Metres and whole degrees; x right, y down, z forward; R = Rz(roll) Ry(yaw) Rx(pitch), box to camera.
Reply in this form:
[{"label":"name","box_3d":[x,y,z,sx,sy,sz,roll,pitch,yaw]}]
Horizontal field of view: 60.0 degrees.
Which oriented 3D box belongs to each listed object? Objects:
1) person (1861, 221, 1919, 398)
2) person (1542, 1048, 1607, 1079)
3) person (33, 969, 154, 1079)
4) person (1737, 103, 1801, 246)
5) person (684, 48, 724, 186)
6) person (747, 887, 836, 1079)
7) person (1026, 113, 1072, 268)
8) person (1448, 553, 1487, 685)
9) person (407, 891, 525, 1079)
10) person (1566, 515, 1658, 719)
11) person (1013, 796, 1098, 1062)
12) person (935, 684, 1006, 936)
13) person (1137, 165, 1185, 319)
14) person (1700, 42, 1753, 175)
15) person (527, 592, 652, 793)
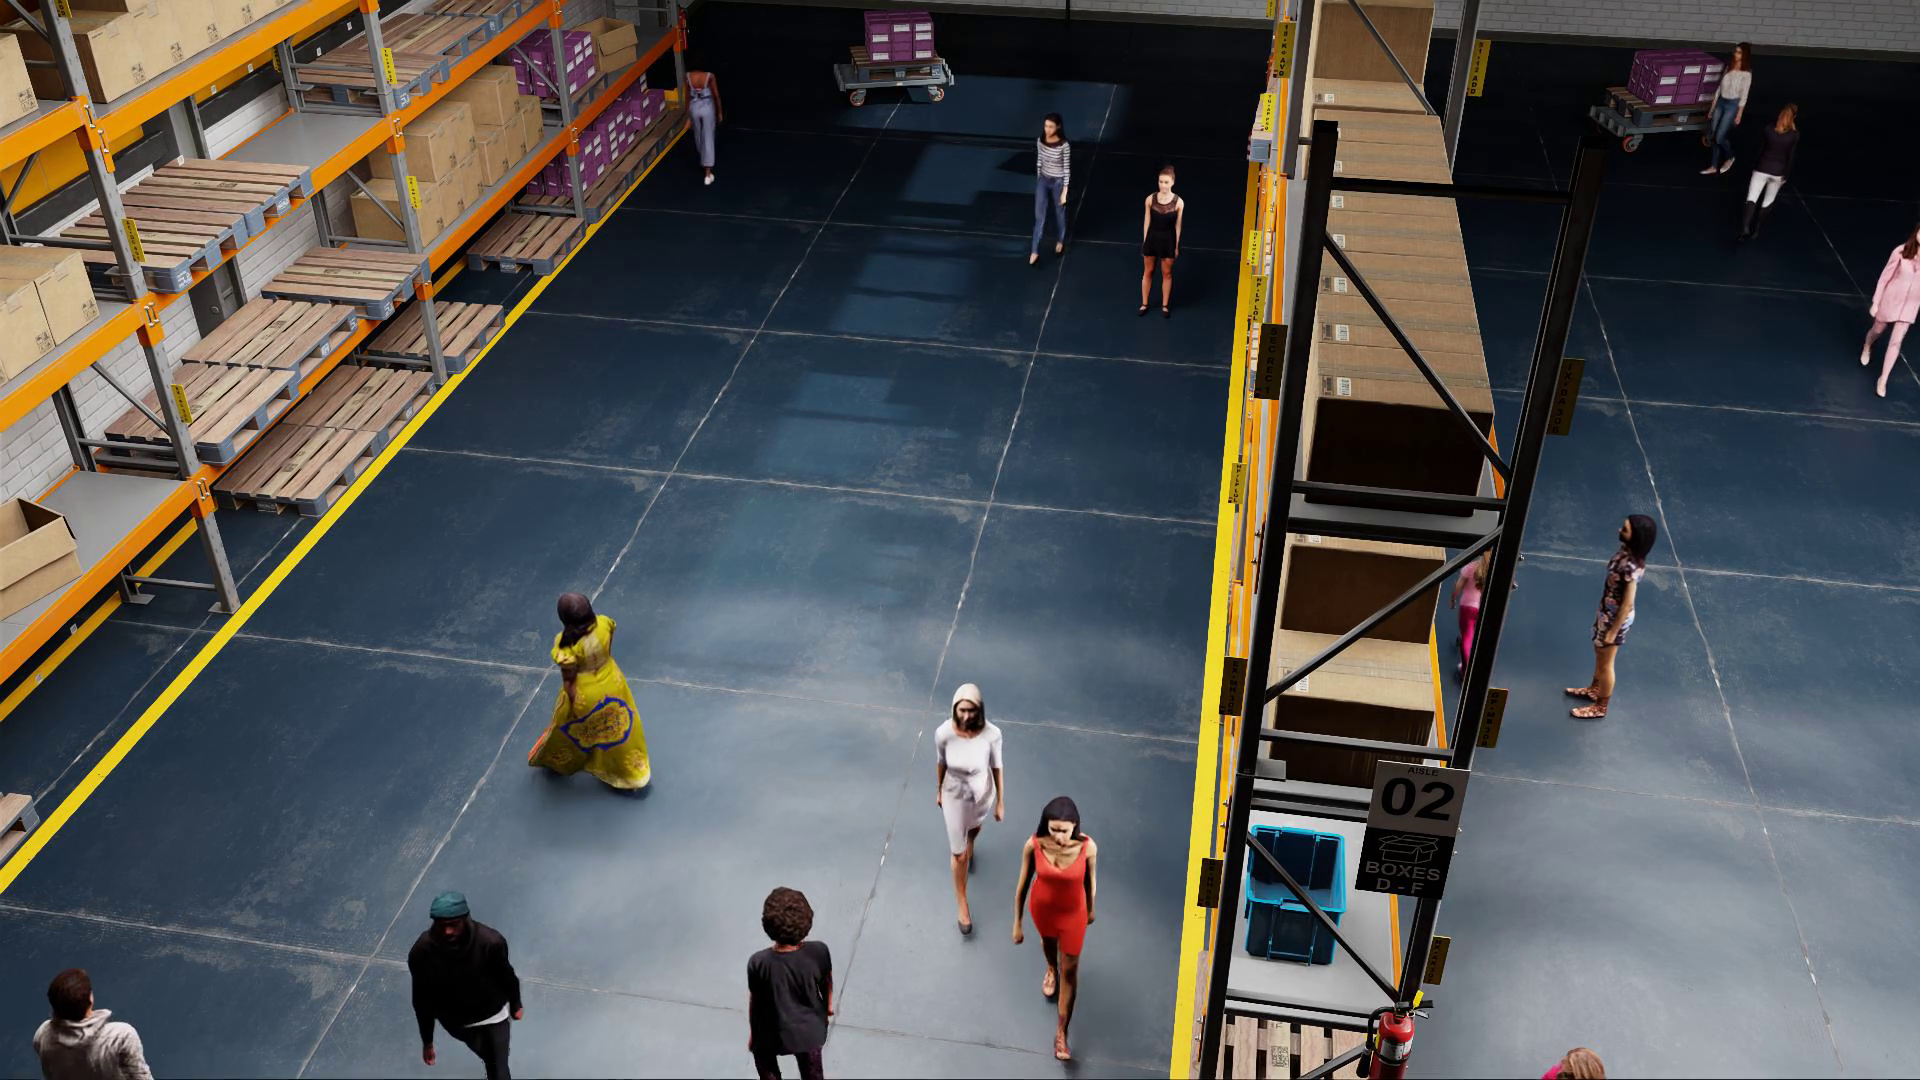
[{"label":"person","box_3d":[9.278,-2.373,16.486,0.698,1.762,1.135,10,35,15]},{"label":"person","box_3d":[2.935,3.113,8.263,0.701,1.729,0.586,-6,34,-9]},{"label":"person","box_3d":[-4.319,2.984,8.396,1.005,1.796,1.329,-7,34,-11]},{"label":"person","box_3d":[9.360,-4.204,19.286,0.782,1.711,1.098,18,38,25]},{"label":"person","box_3d":[-3.258,-5.313,21.009,0.636,1.652,1.103,3,34,4]},{"label":"person","box_3d":[-0.895,2.635,8.944,0.762,1.771,0.766,-11,35,-16]},{"label":"person","box_3d":[1.109,-4.016,18.964,0.849,1.755,1.136,17,37,23]},{"label":"person","box_3d":[3.911,0.537,12.569,0.586,1.251,0.852,0,34,0]},{"label":"person","box_3d":[-2.660,2.522,9.114,0.899,1.771,1.270,-3,34,-5]},{"label":"person","box_3d":[4.769,0.554,12.109,0.667,1.733,0.479,8,35,12]},{"label":"person","box_3d":[0.576,2.125,9.798,0.673,1.674,1.081,3,34,5]},{"label":"person","box_3d":[0.053,1.575,10.598,0.755,1.706,1.117,-2,34,-2]},{"label":"person","box_3d":[2.162,-3.195,17.803,0.590,1.673,0.583,8,35,12]},{"label":"person","box_3d":[9.868,-5.507,21.239,0.782,1.720,0.727,-12,35,-18]},{"label":"person","box_3d":[-2.469,1.080,11.412,1.203,1.628,1.213,27,42,34]}]
